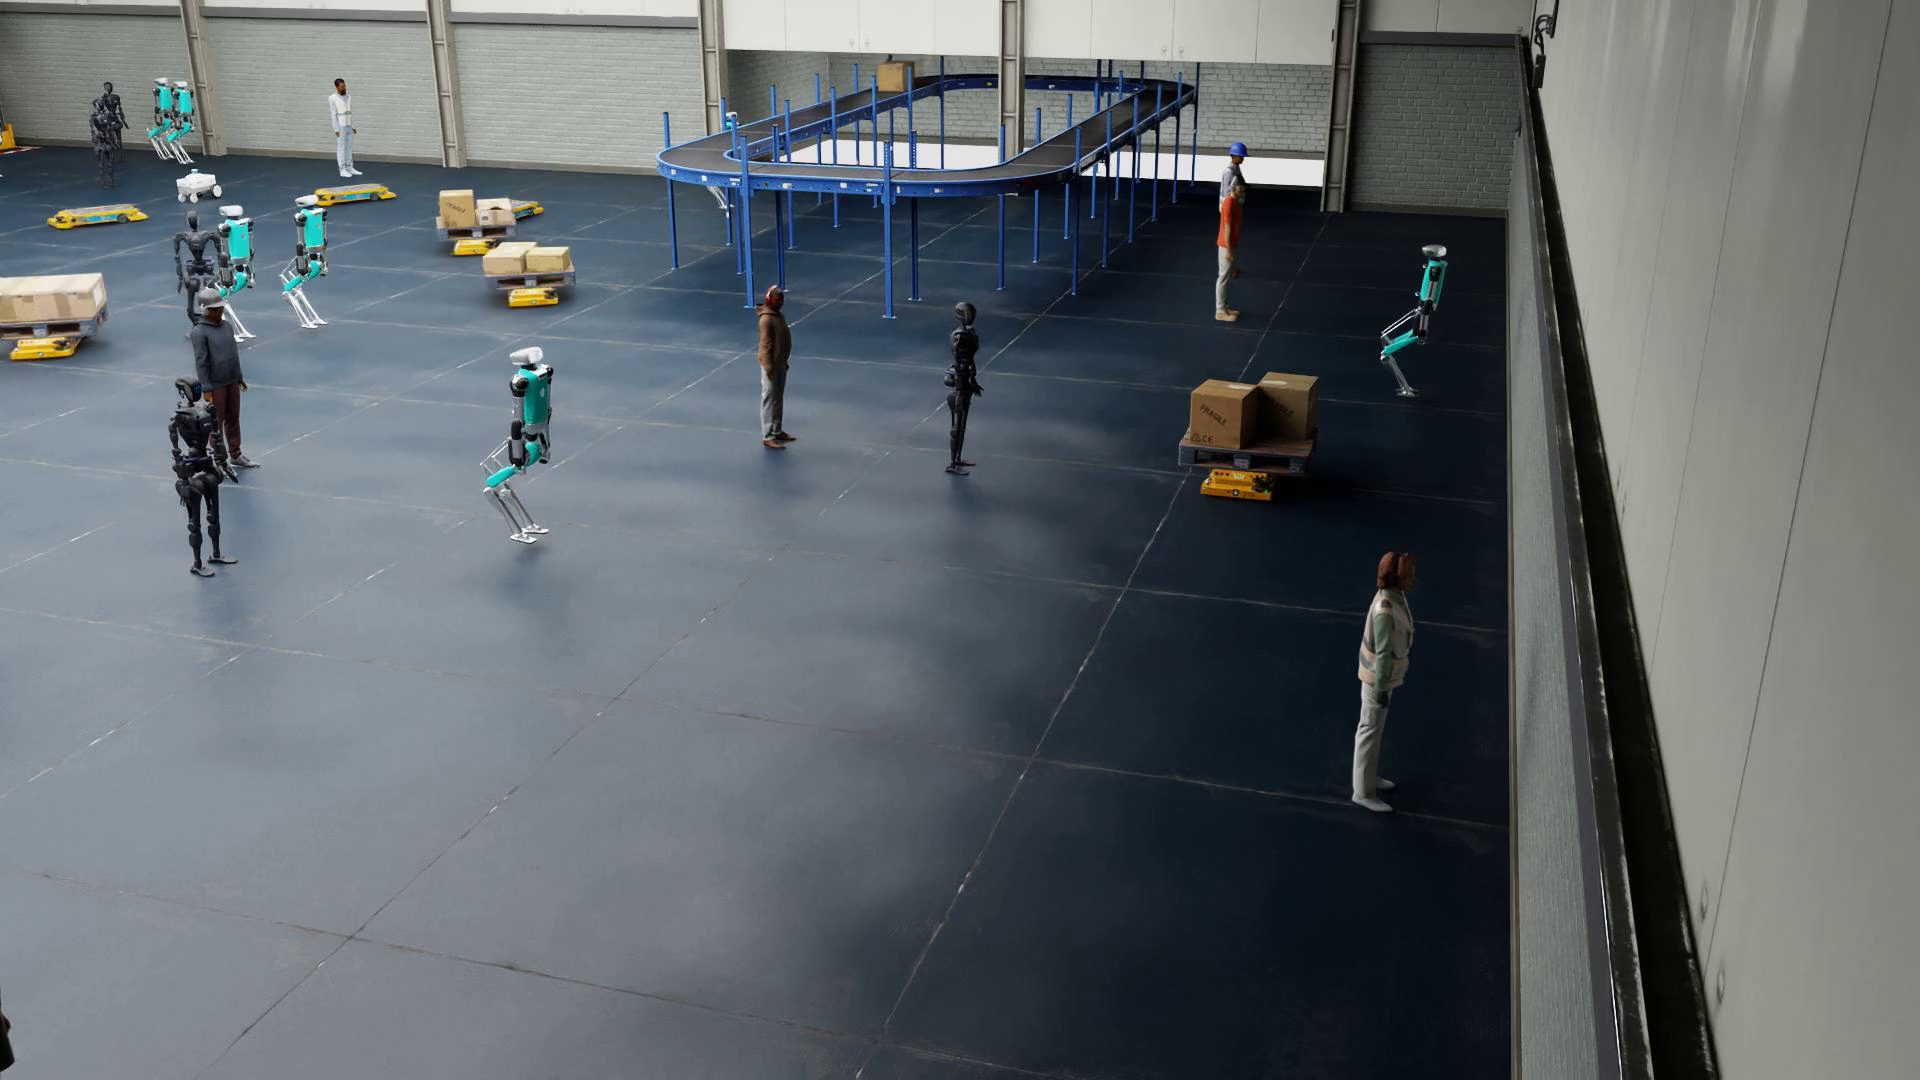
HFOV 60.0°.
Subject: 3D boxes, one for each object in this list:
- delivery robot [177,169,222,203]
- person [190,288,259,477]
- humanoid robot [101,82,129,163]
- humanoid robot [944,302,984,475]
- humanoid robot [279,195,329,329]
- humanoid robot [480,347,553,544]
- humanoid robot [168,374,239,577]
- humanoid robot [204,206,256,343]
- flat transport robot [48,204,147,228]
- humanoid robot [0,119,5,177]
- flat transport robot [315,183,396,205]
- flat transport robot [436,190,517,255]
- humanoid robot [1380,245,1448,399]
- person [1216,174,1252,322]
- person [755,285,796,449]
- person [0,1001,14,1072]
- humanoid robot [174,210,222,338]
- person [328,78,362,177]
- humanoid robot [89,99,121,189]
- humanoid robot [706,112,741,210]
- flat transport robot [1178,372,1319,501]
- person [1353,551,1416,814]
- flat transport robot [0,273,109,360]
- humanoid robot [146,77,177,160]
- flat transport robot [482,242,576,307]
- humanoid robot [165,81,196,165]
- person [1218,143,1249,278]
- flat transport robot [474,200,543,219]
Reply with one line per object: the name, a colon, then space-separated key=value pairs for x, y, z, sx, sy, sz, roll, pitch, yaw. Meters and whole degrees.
delivery robot: x=-14.118 y=-6.564 z=30.765 sx=0.499 sy=0.566 sz=0.739 roll=6 pitch=22 yaw=16
person: x=-7.098 y=-1.526 z=15.989 sx=0.367 sy=1.813 sz=0.541 roll=7 pitch=22 yaw=18
humanoid robot: x=-17.829 y=-8.807 z=35.048 sx=0.315 sy=1.654 sz=0.599 roll=6 pitch=22 yaw=16
humanoid robot: x=0.032 y=-1.483 z=16.052 sx=0.315 sy=1.654 sz=0.599 roll=6 pitch=22 yaw=16
humanoid robot: x=-8.385 y=-3.543 z=21.142 sx=0.735 sy=1.677 sz=0.533 roll=6 pitch=22 yaw=16
humanoid robot: x=-3.792 y=-0.819 z=14.074 sx=0.735 sy=1.677 sz=0.533 roll=6 pitch=22 yaw=16
humanoid robot: x=-6.217 y=-0.553 z=13.635 sx=0.315 sy=1.657 sz=0.599 roll=6 pitch=22 yaw=16
humanoid robot: x=-9.042 y=-3.288 z=20.483 sx=0.735 sy=1.674 sz=0.533 roll=6 pitch=22 yaw=16
flat transport robot: x=-14.858 y=-5.578 z=28.644 sx=1.431 sy=0.231 sz=0.659 roll=-16 pitch=26 yaw=-36
humanoid robot: x=-19.097 y=-7.922 z=32.503 sx=0.735 sy=1.674 sz=0.533 roll=6 pitch=22 yaw=16
flat transport robot: x=-11.254 y=-6.384 z=30.735 sx=1.431 sy=0.231 sz=0.659 roll=-16 pitch=26 yaw=-36
flat transport robot: x=-7.719 y=-4.792 z=26.608 sx=0.659 sy=0.231 sz=1.431 roll=-6 pitch=22 yaw=-16
humanoid robot: x=4.885 y=-2.402 z=18.187 sx=0.735 sy=1.674 sz=0.533 roll=6 pitch=22 yaw=16
person: x=3.594 y=-3.852 z=21.892 sx=0.412 sy=1.909 sz=0.475 roll=7 pitch=22 yaw=18
person: x=-1.876 y=-1.761 z=16.822 sx=0.328 sy=1.649 sz=0.461 roll=7 pitch=22 yaw=18
person: x=-4.125 y=2.008 z=6.806 sx=0.370 sy=1.828 sz=0.503 roll=7 pitch=22 yaw=18
humanoid robot: x=-9.511 y=-3.326 z=20.855 sx=0.613 sy=1.648 sz=0.462 roll=-8 pitch=23 yaw=-20
person: x=-12.361 y=-8.280 z=33.363 sx=0.398 sy=1.920 sz=0.588 roll=7 pitch=22 yaw=18
humanoid robot: x=-16.470 y=-7.637 z=32.008 sx=0.315 sy=1.657 sz=0.599 roll=6 pitch=22 yaw=16
humanoid robot: x=-4.219 y=-6.682 z=29.281 sx=0.735 sy=1.677 sz=0.533 roll=6 pitch=22 yaw=16
flat transport robot: x=2.769 y=-0.708 z=16.015 sx=0.659 sy=0.231 sz=1.431 roll=6 pitch=22 yaw=16
person: x=2.569 y=0.837 z=10.096 sx=0.313 sy=1.641 sz=0.514 roll=7 pitch=22 yaw=18
flat transport robot: x=-11.329 y=-2.520 z=20.715 sx=0.659 sy=0.231 sz=1.431 roll=-6 pitch=22 yaw=-16
humanoid robot: x=-16.806 y=-8.834 z=34.865 sx=0.735 sy=1.677 sz=0.533 roll=6 pitch=22 yaw=16
flat transport robot: x=-6.027 y=-3.521 z=23.309 sx=0.659 sy=0.231 sz=1.431 roll=-6 pitch=22 yaw=-16
humanoid robot: x=-16.132 y=-8.609 z=34.285 sx=0.735 sy=1.674 sz=0.533 roll=6 pitch=22 yaw=16
person: x=4.004 y=-4.856 z=24.451 sx=0.399 sy=1.942 sz=0.603 roll=7 pitch=22 yaw=18
flat transport robot: x=-7.921 y=-5.703 z=28.969 sx=0.659 sy=0.231 sz=1.431 roll=6 pitch=22 yaw=16
